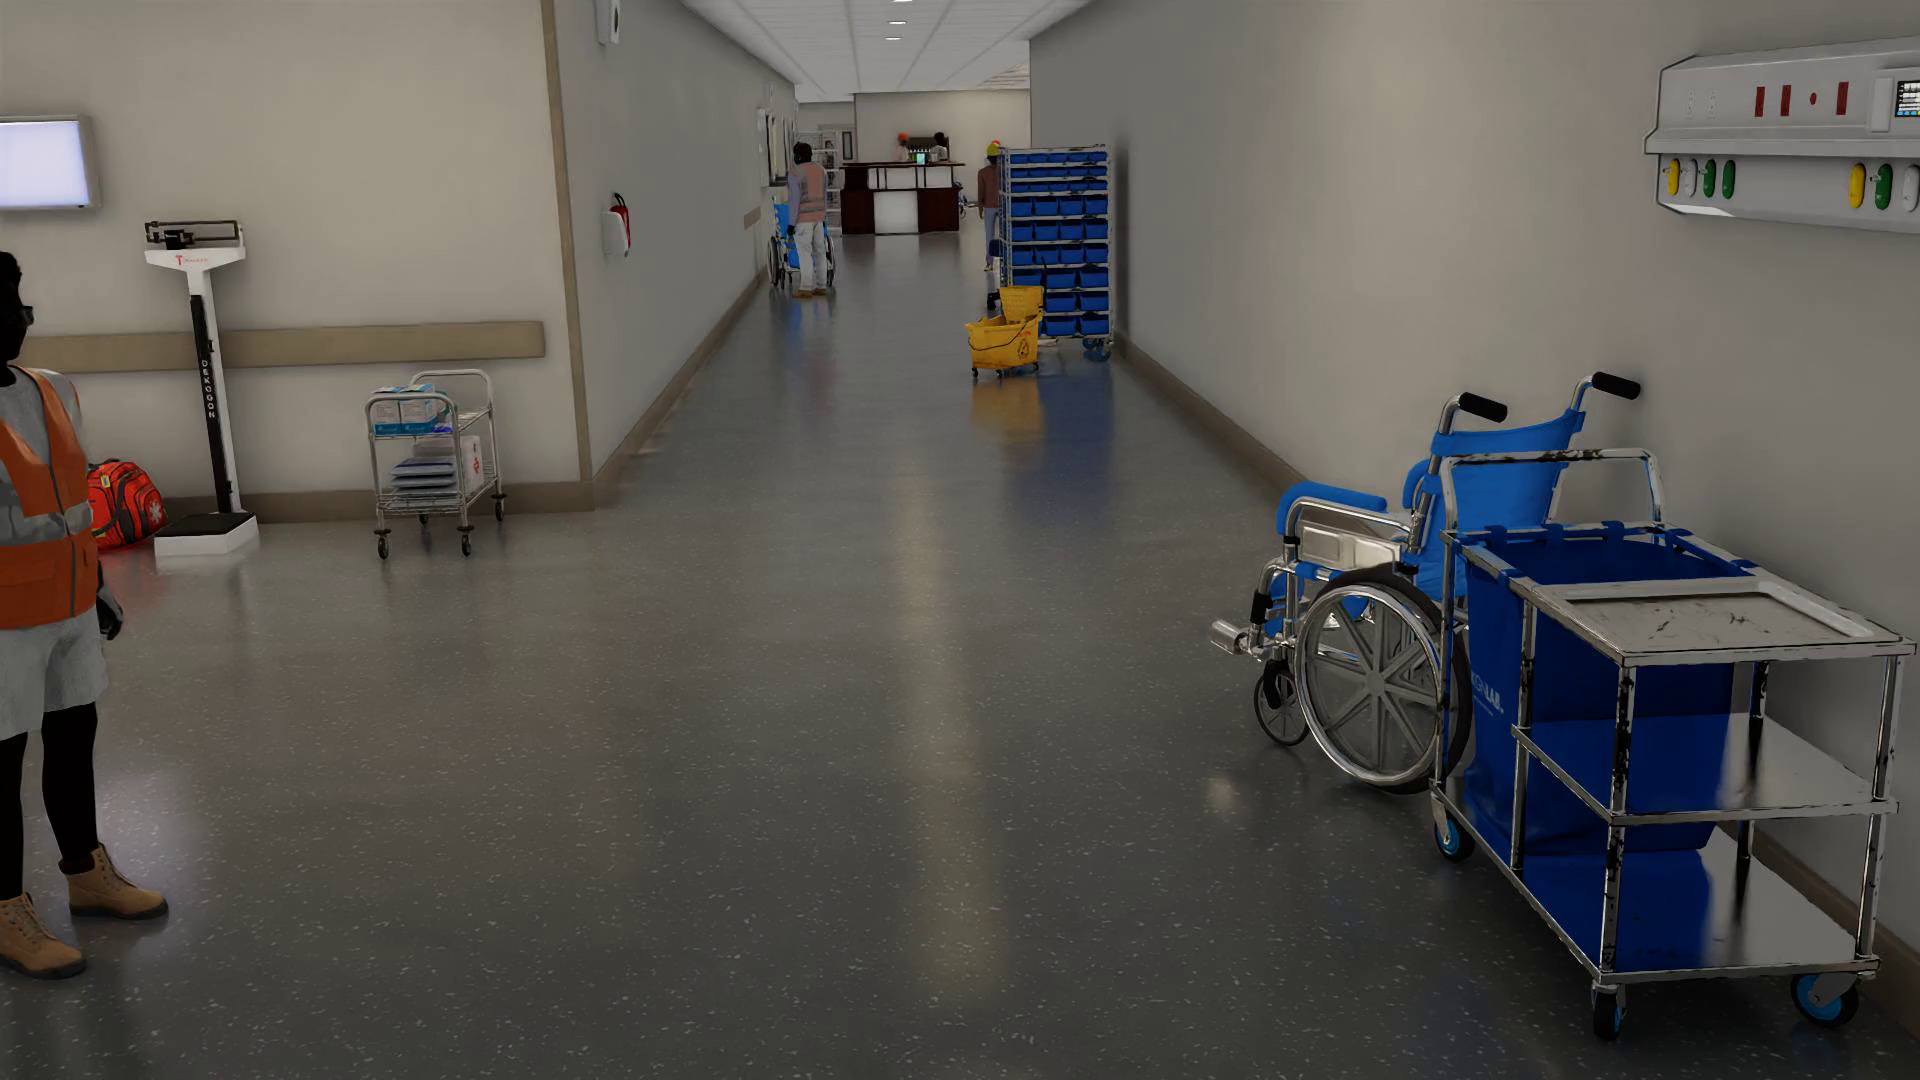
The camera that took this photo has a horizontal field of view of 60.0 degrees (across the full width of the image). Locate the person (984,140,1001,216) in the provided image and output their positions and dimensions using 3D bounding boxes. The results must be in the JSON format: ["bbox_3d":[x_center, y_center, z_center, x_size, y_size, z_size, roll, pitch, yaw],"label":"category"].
[{"bbox_3d":[0.817,-8.390,38.588,0.564,1.743,0.351,-13,18,-40],"label":"person"}]

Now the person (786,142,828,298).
[{"bbox_3d":[-1.848,-3.834,19.976,0.430,1.845,0.619,9,17,38],"label":"person"}]

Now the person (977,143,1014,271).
[{"bbox_3d":[0.500,-4.611,23.072,0.518,1.756,0.344,1,14,10],"label":"person"}]

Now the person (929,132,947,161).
[{"bbox_3d":[-0.473,-8.912,40.420,0.367,1.966,0.607,-13,18,-40],"label":"person"}]

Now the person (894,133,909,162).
[{"bbox_3d":[-1.397,-9.212,41.746,0.610,1.969,0.643,7,16,31],"label":"person"}]

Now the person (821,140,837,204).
[{"bbox_3d":[-3.857,-10.828,48.941,0.345,1.847,0.506,8,17,34],"label":"person"}]

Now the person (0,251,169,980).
[{"bbox_3d":[-2.185,0.164,3.885,0.316,1.696,0.540,1,14,12],"label":"person"}]
